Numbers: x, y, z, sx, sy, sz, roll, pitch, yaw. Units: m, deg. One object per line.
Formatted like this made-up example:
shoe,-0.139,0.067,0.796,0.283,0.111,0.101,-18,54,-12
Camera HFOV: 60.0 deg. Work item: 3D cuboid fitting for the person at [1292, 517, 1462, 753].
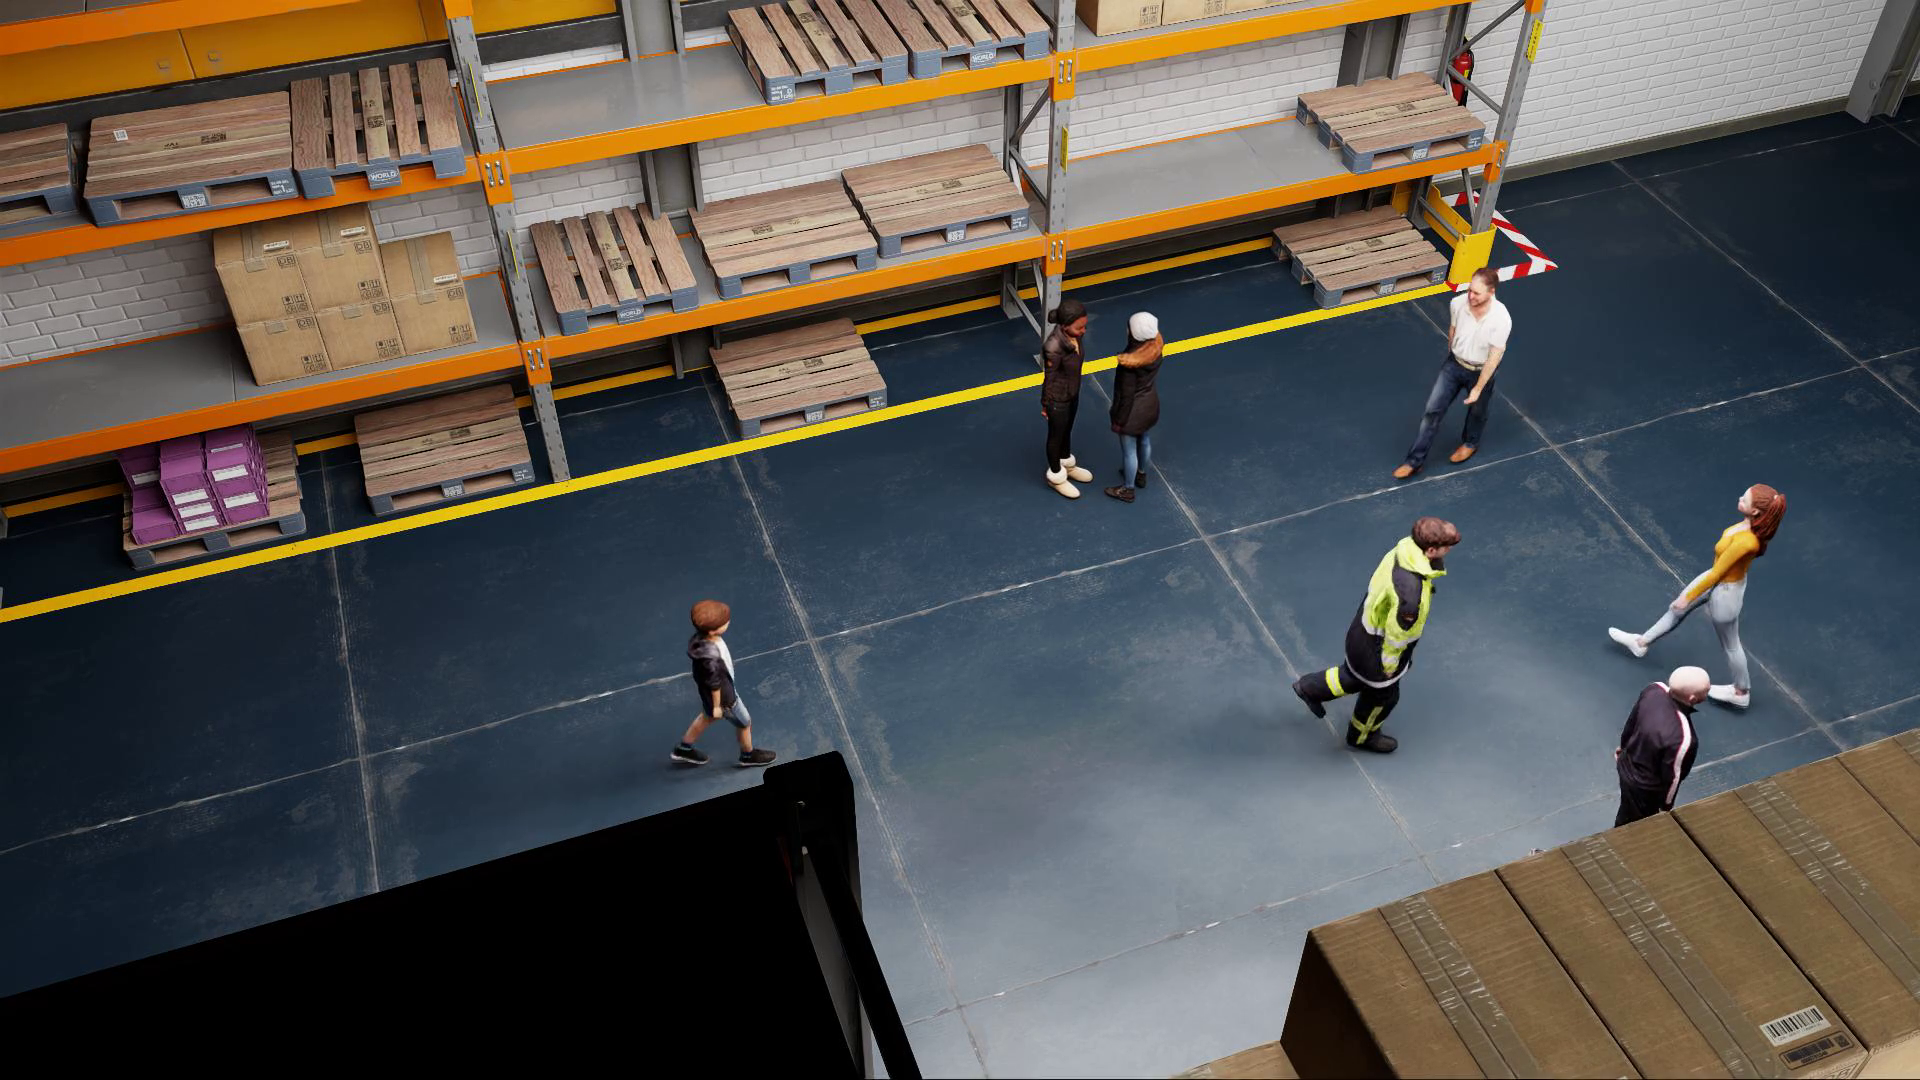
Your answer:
person,2.474,0.584,10.131,1.163,1.944,1.063,10,44,10

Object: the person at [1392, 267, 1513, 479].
person,3.822,-1.273,12.182,1.206,1.805,0.948,-33,53,-30

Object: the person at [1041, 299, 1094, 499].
person,0.729,-1.057,12.059,0.705,1.661,0.765,-8,44,-8

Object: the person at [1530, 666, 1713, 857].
person,3.772,1.382,9.389,1.210,1.812,0.954,0,44,0

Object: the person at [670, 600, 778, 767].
person,-1.544,0.904,10.168,0.878,1.430,0.557,-12,45,-12

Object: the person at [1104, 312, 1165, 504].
person,1.271,-0.964,11.982,0.797,1.633,0.710,28,50,26

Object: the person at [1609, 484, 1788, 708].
person,4.900,0.391,10.513,1.123,1.697,1.168,24,49,23
